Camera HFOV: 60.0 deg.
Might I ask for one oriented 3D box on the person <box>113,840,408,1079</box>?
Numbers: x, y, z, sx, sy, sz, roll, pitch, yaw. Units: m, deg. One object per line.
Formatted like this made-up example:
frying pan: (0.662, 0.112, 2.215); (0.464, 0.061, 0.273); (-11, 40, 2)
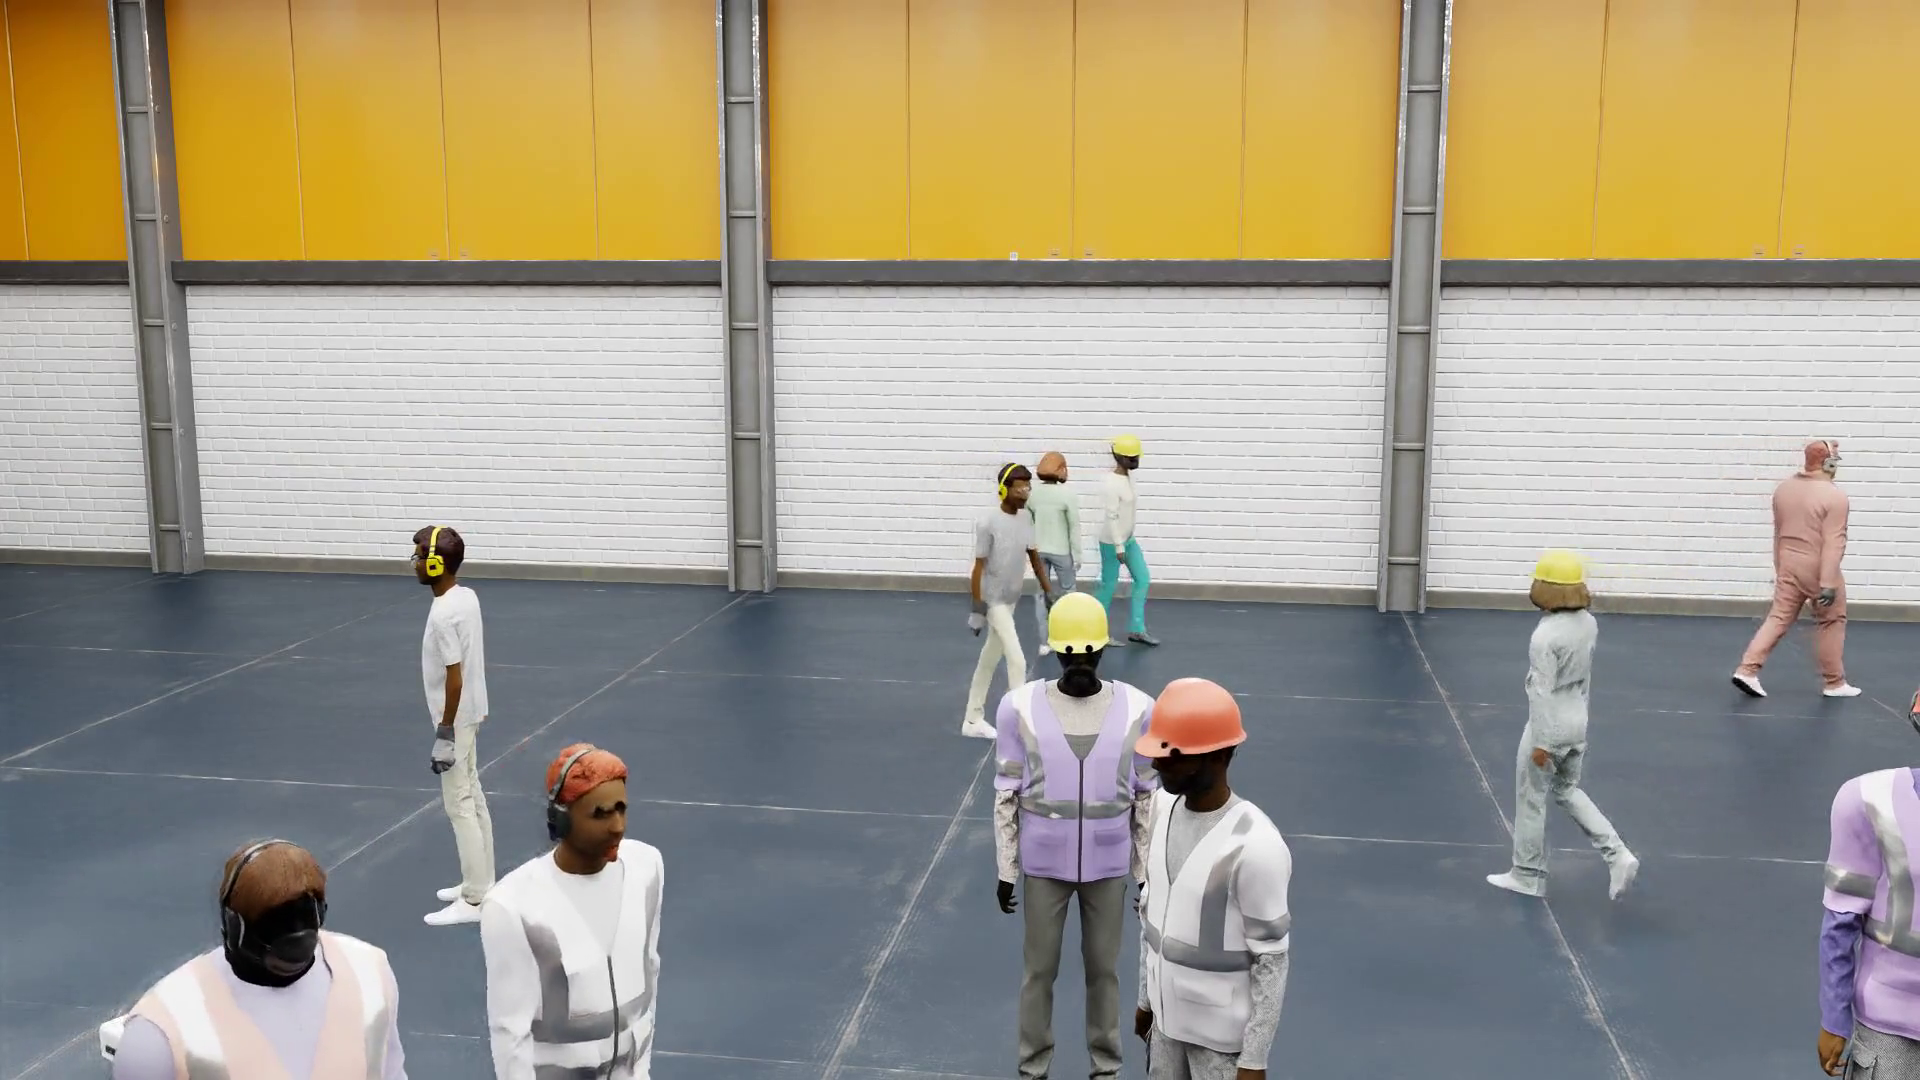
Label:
person: (-1.535, 1.532, 3.730); (0.630, 1.821, 0.786); (-8, 12, -42)

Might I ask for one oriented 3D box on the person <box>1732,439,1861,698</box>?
person: (5.946, 0.210, 11.740); (0.959, 1.871, 0.653); (-3, 10, -16)

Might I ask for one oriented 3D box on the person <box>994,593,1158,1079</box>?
person: (0.413, 1.130, 5.878); (0.587, 1.927, 0.369); (0, 9, -2)

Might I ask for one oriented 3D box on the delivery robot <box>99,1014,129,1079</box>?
delivery robot: (-2.690, 1.749, 5.992); (0.477, 0.478, 0.707); (6, 11, 33)

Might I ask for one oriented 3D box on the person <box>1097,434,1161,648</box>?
person: (1.361, 0.021, 13.273); (0.669, 1.736, 0.541); (5, 10, 28)

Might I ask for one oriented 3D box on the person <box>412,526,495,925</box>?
person: (-2.362, 0.857, 7.744); (0.310, 1.868, 0.533); (-1, 9, -5)

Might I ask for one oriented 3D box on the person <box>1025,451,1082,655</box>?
person: (0.730, 0.110, 13.094); (0.525, 1.627, 0.337); (5, 10, 28)

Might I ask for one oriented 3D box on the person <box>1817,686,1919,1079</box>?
person: (2.654, 1.292, 4.505); (0.610, 2.048, 0.362); (2, 9, 13)

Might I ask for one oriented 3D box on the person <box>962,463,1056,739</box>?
person: (0.374, 0.420, 10.551); (0.900, 1.820, 0.549); (6, 11, 33)

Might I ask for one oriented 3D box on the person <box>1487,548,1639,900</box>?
person: (2.886, 0.896, 7.922); (0.493, 1.727, 0.640); (-7, 12, -37)

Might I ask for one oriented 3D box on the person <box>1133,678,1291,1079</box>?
person: (0.655, 1.326, 4.644); (0.373, 1.933, 0.551); (-5, 11, -29)

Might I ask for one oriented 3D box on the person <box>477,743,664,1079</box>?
person: (-0.997, 1.425, 4.383); (1.006, 1.838, 0.578); (8, 12, 42)
